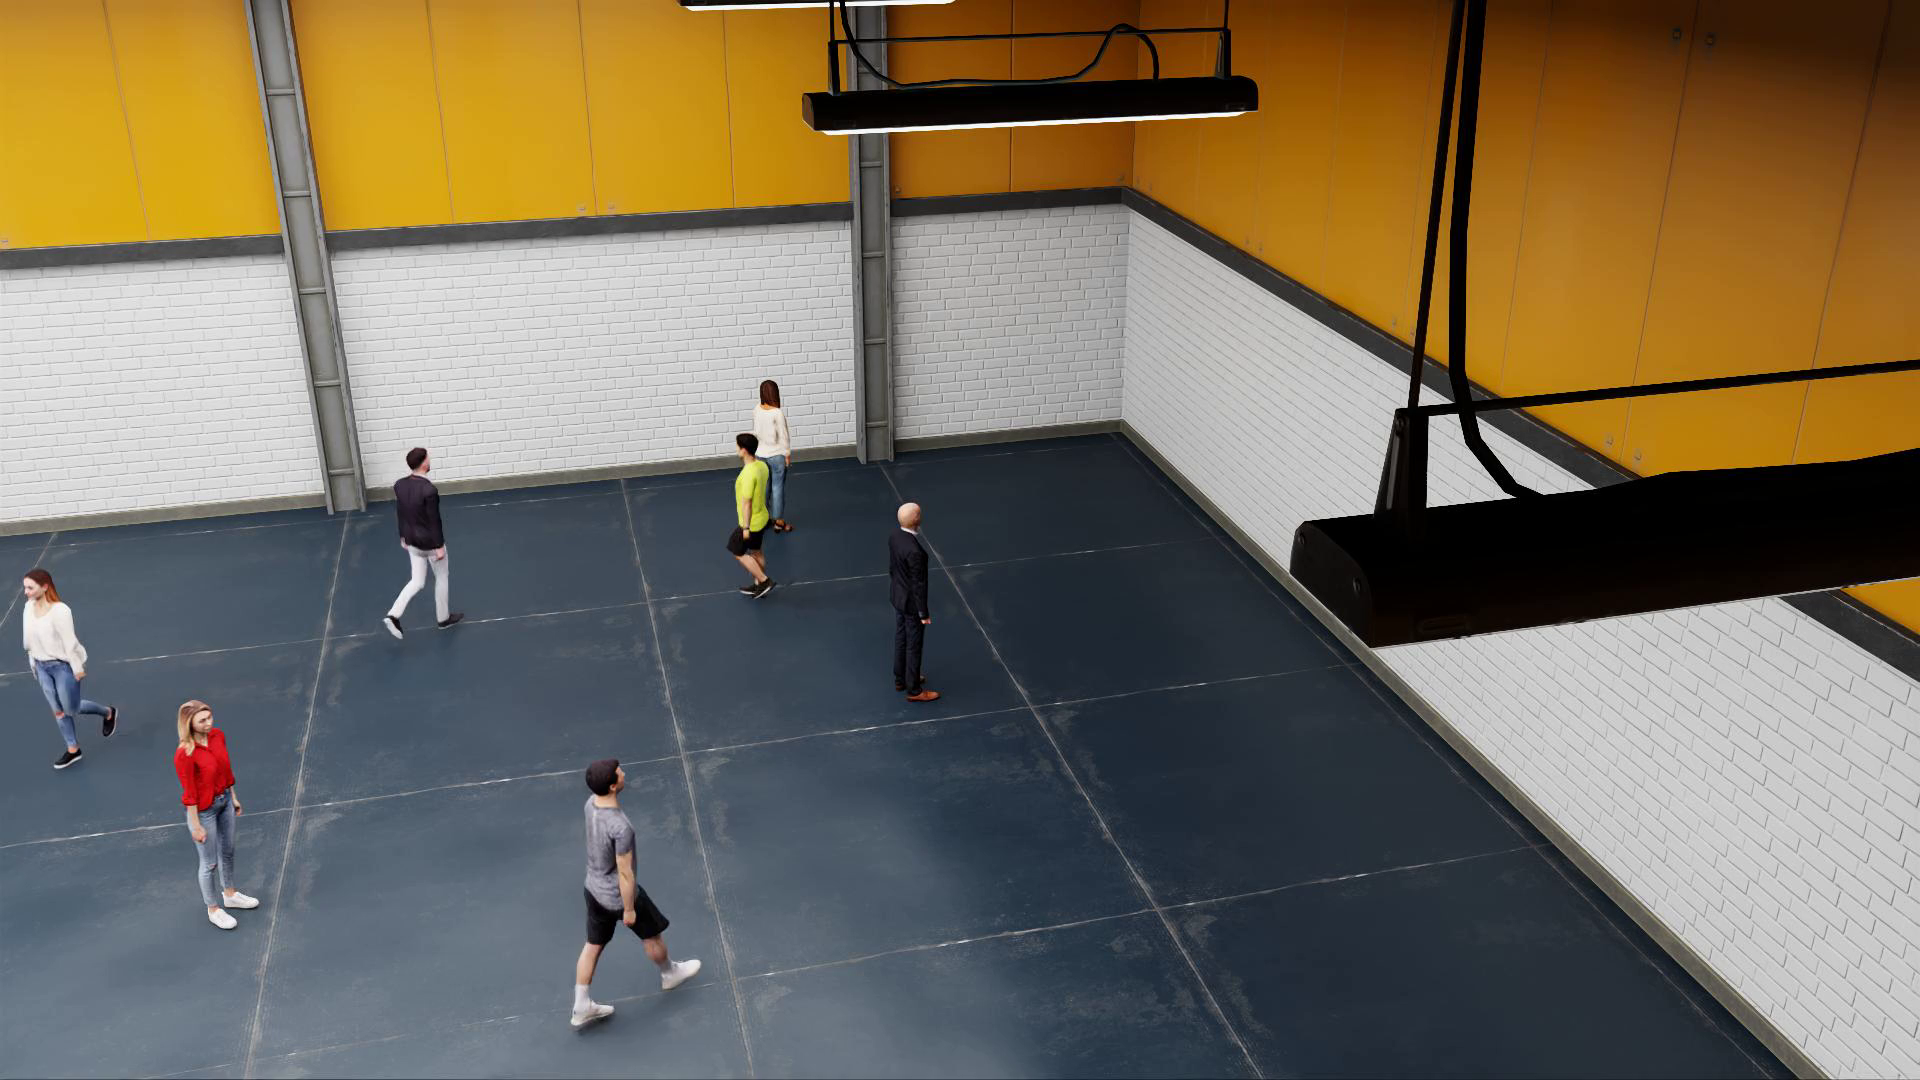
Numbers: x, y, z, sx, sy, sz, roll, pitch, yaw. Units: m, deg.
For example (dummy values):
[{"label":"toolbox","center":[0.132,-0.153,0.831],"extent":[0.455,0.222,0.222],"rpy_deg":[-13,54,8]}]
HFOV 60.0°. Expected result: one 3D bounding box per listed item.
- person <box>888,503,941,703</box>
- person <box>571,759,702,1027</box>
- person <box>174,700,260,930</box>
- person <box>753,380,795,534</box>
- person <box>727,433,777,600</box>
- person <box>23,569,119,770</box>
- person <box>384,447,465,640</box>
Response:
[{"label":"person","center":[-0.429,0.515,14.247],"extent":[0.644,1.800,0.733],"rpy_deg":[-11,26,-24]},{"label":"person","center":[-2.232,2.213,10.328],"extent":[1.262,1.827,1.011],"rpy_deg":[-19,30,-37]},{"label":"person","center":[-5.101,1.839,11.340],"extent":[0.686,1.702,0.694],"rpy_deg":[6,24,13]},{"label":"person","center":[-1.997,-0.895,17.618],"extent":[0.702,1.682,0.725],"rpy_deg":[18,30,36]},{"label":"person","center":[-1.928,-0.208,16.027],"extent":[0.835,1.698,0.790],"rpy_deg":[5,24,11]},{"label":"person","center":[-7.157,0.992,13.304],"extent":[0.902,1.680,0.938],"rpy_deg":[10,25,21]},{"label":"person","center":[-4.984,0.068,15.250],"extent":[1.095,1.815,1.163],"rpy_deg":[14,27,29]}]
